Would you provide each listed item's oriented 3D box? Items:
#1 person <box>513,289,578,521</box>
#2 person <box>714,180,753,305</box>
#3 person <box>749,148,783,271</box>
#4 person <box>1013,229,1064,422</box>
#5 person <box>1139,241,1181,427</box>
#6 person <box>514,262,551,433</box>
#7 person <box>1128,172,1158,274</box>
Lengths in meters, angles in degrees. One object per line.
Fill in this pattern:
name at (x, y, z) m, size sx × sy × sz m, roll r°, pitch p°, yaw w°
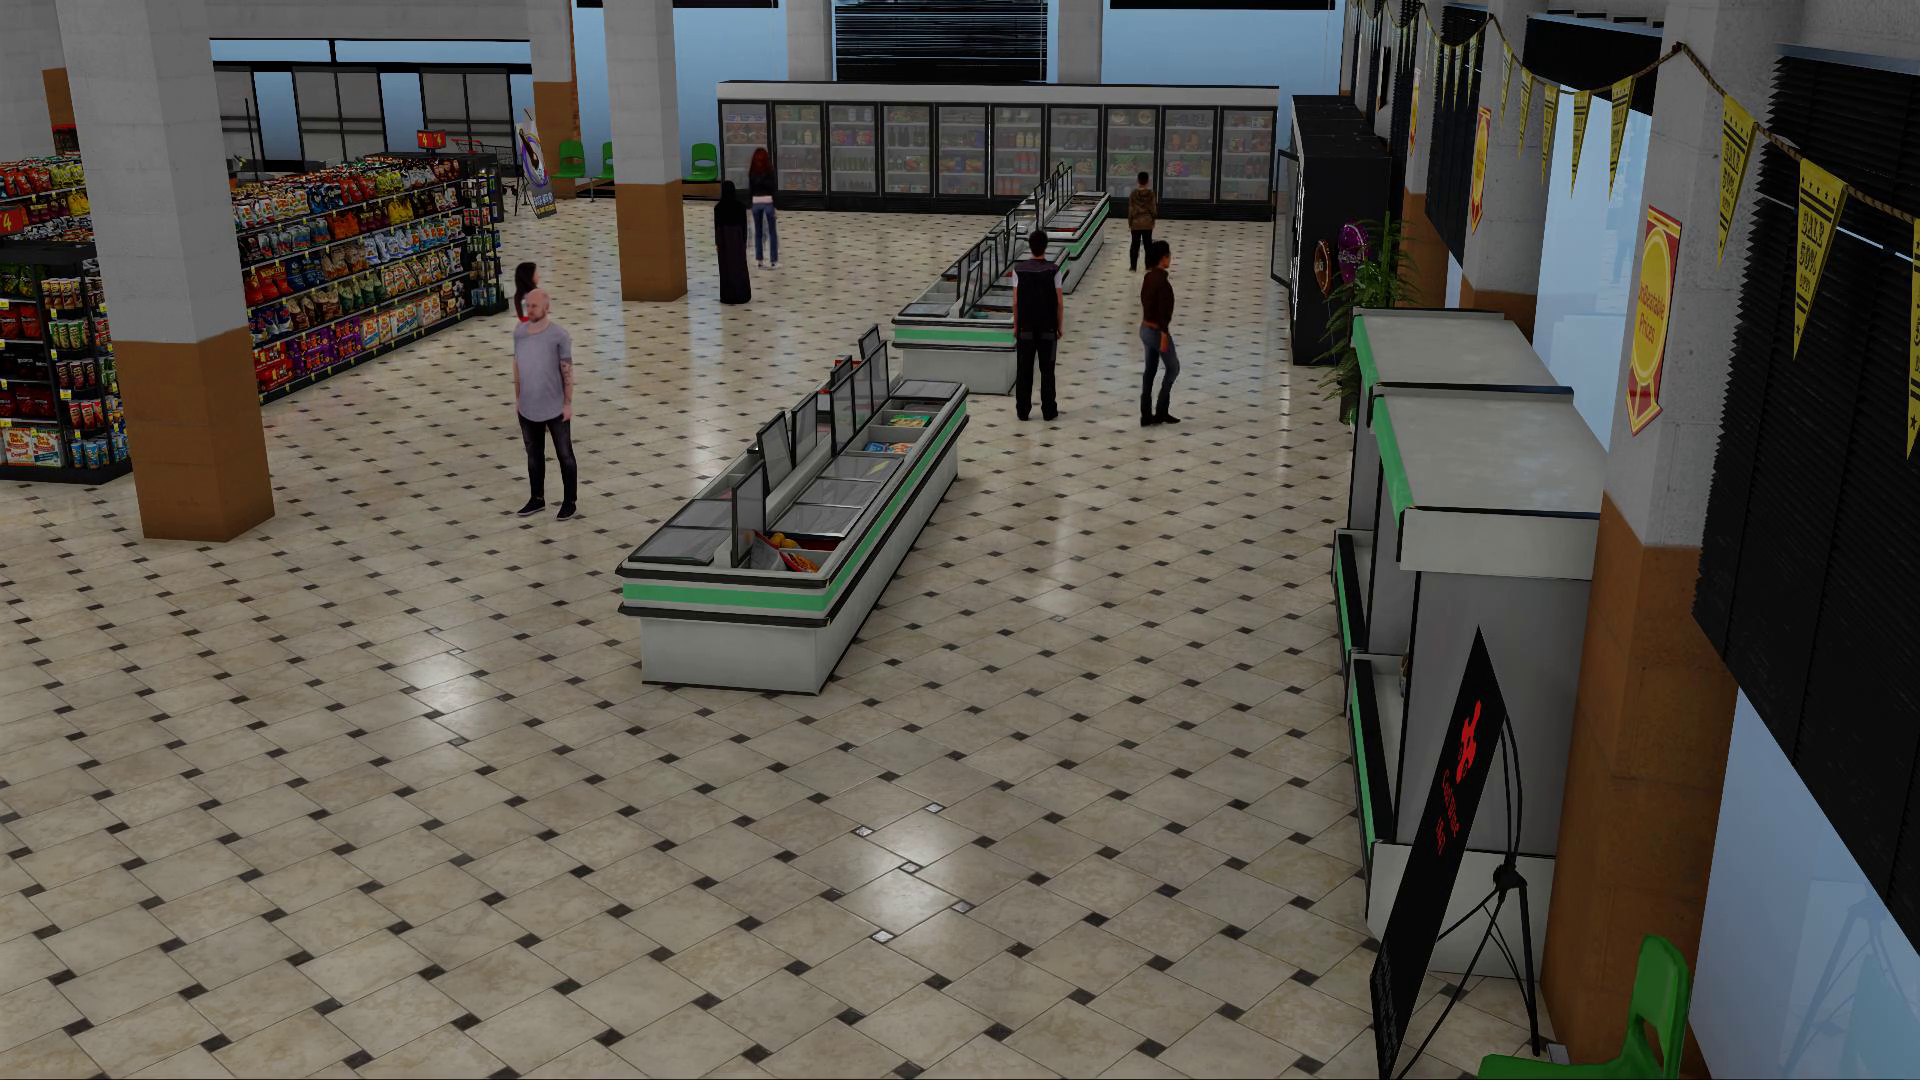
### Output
person at (-3.293, -1.085, 13.181) m, size 0.695 × 1.839 × 0.626 m, roll 6°, pitch 20°, yaw 17°
person at (-3.031, -3.951, 22.035) m, size 0.696 × 1.614 × 0.711 m, roll -4°, pitch 19°, yaw -12°
person at (-2.922, -4.873, 24.497) m, size 0.595 × 1.787 × 0.596 m, roll 5°, pitch 19°, yaw 13°
person at (0.749, -2.075, 16.104) m, size 0.657 × 1.849 × 0.576 m, roll 2°, pitch 19°, yaw 5°
person at (1.801, -1.947, 15.846) m, size 0.843 × 1.769 × 0.721 m, roll -6°, pitch 19°, yaw -16°
person at (-4.050, -1.823, 15.726) m, size 0.696 × 1.611 × 0.656 m, roll -16°, pitch 24°, yaw -39°
person at (2.666, -4.651, 24.360) m, size 0.579 × 1.453 × 0.573 m, roll 2°, pitch 19°, yaw 6°
